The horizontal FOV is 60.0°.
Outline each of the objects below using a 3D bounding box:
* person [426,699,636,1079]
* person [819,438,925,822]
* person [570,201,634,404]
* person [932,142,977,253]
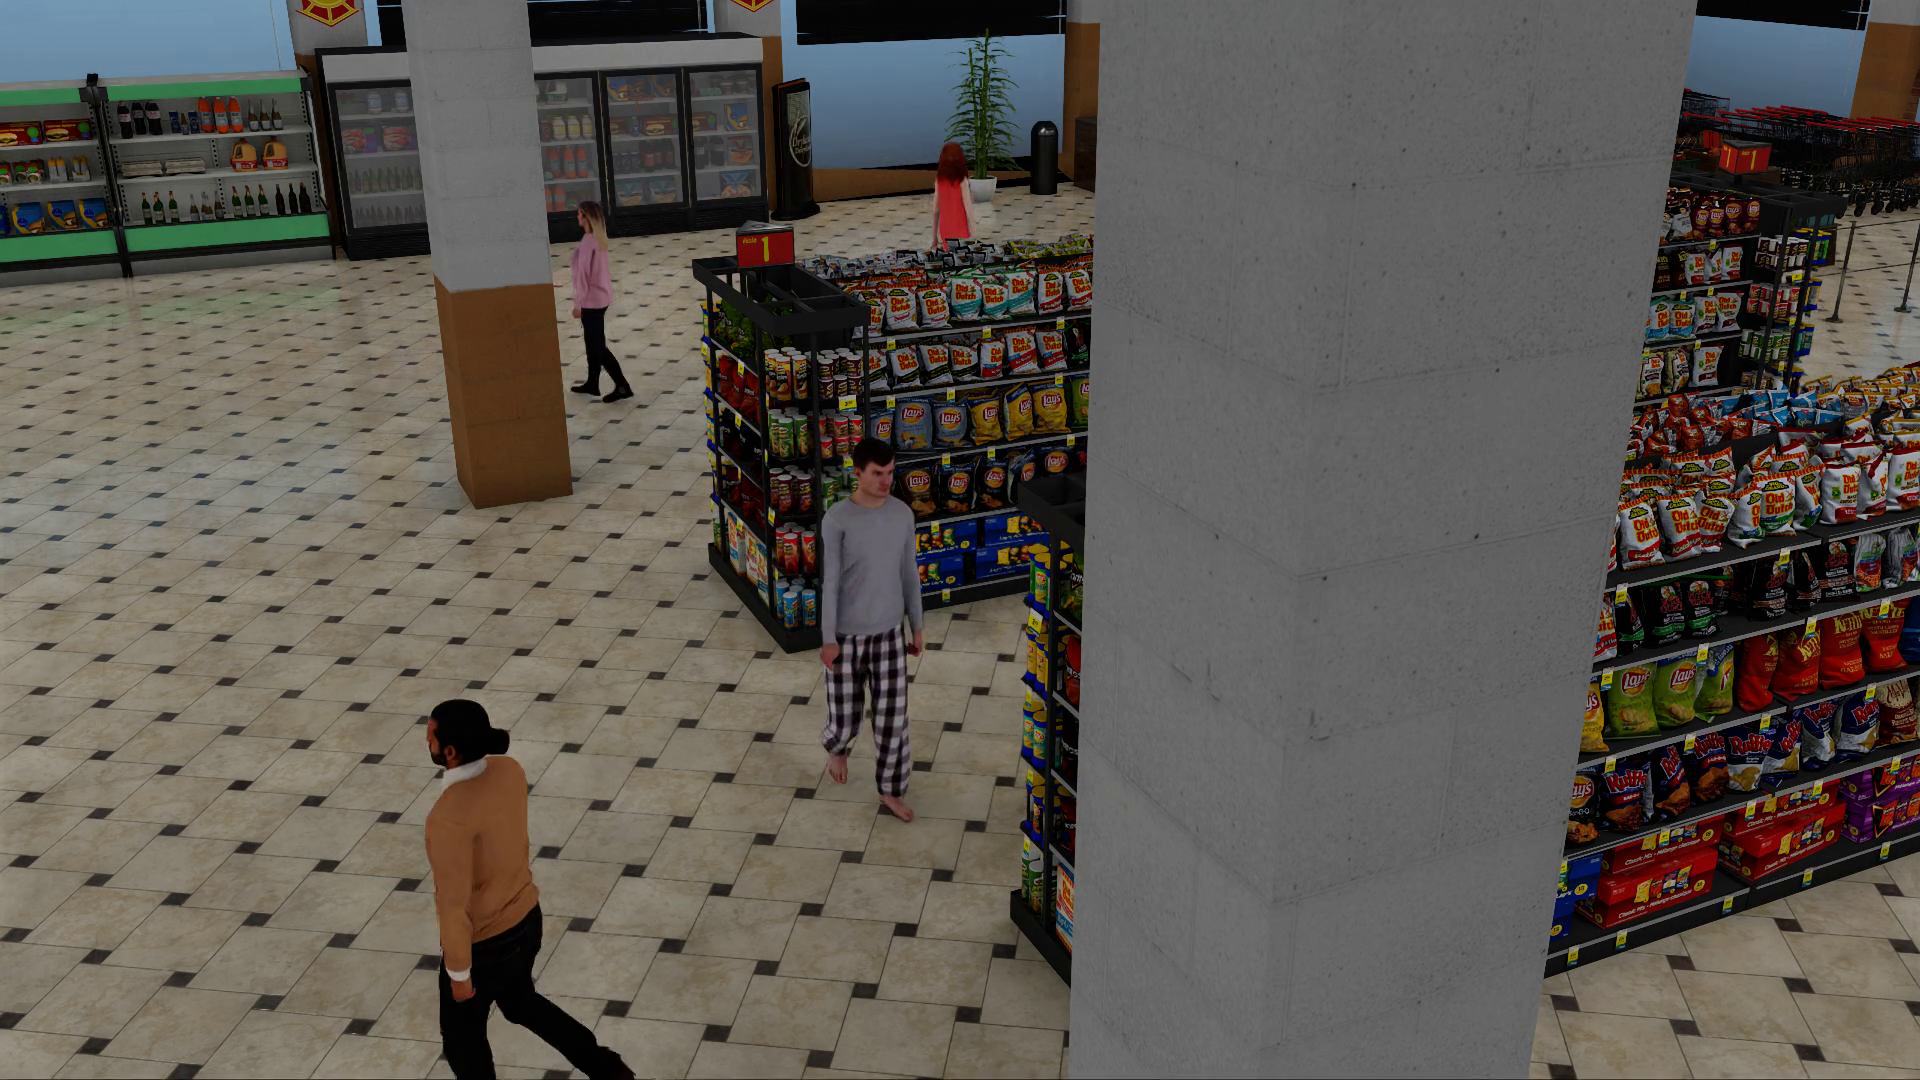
[{"bbox_3d":[-1.502,1.337,5.572,1.113,1.733,1.005,4,22,11],"label":"person"},{"bbox_3d":[-0.463,0.399,7.769,0.740,1.835,0.717,-10,24,-24],"label":"person"},{"bbox_3d":[-3.009,-1.985,13.904,0.944,1.686,0.828,2,22,6],"label":"person"},{"bbox_3d":[-0.110,-2.846,15.904,1.215,1.792,0.862,-20,29,-40],"label":"person"}]
